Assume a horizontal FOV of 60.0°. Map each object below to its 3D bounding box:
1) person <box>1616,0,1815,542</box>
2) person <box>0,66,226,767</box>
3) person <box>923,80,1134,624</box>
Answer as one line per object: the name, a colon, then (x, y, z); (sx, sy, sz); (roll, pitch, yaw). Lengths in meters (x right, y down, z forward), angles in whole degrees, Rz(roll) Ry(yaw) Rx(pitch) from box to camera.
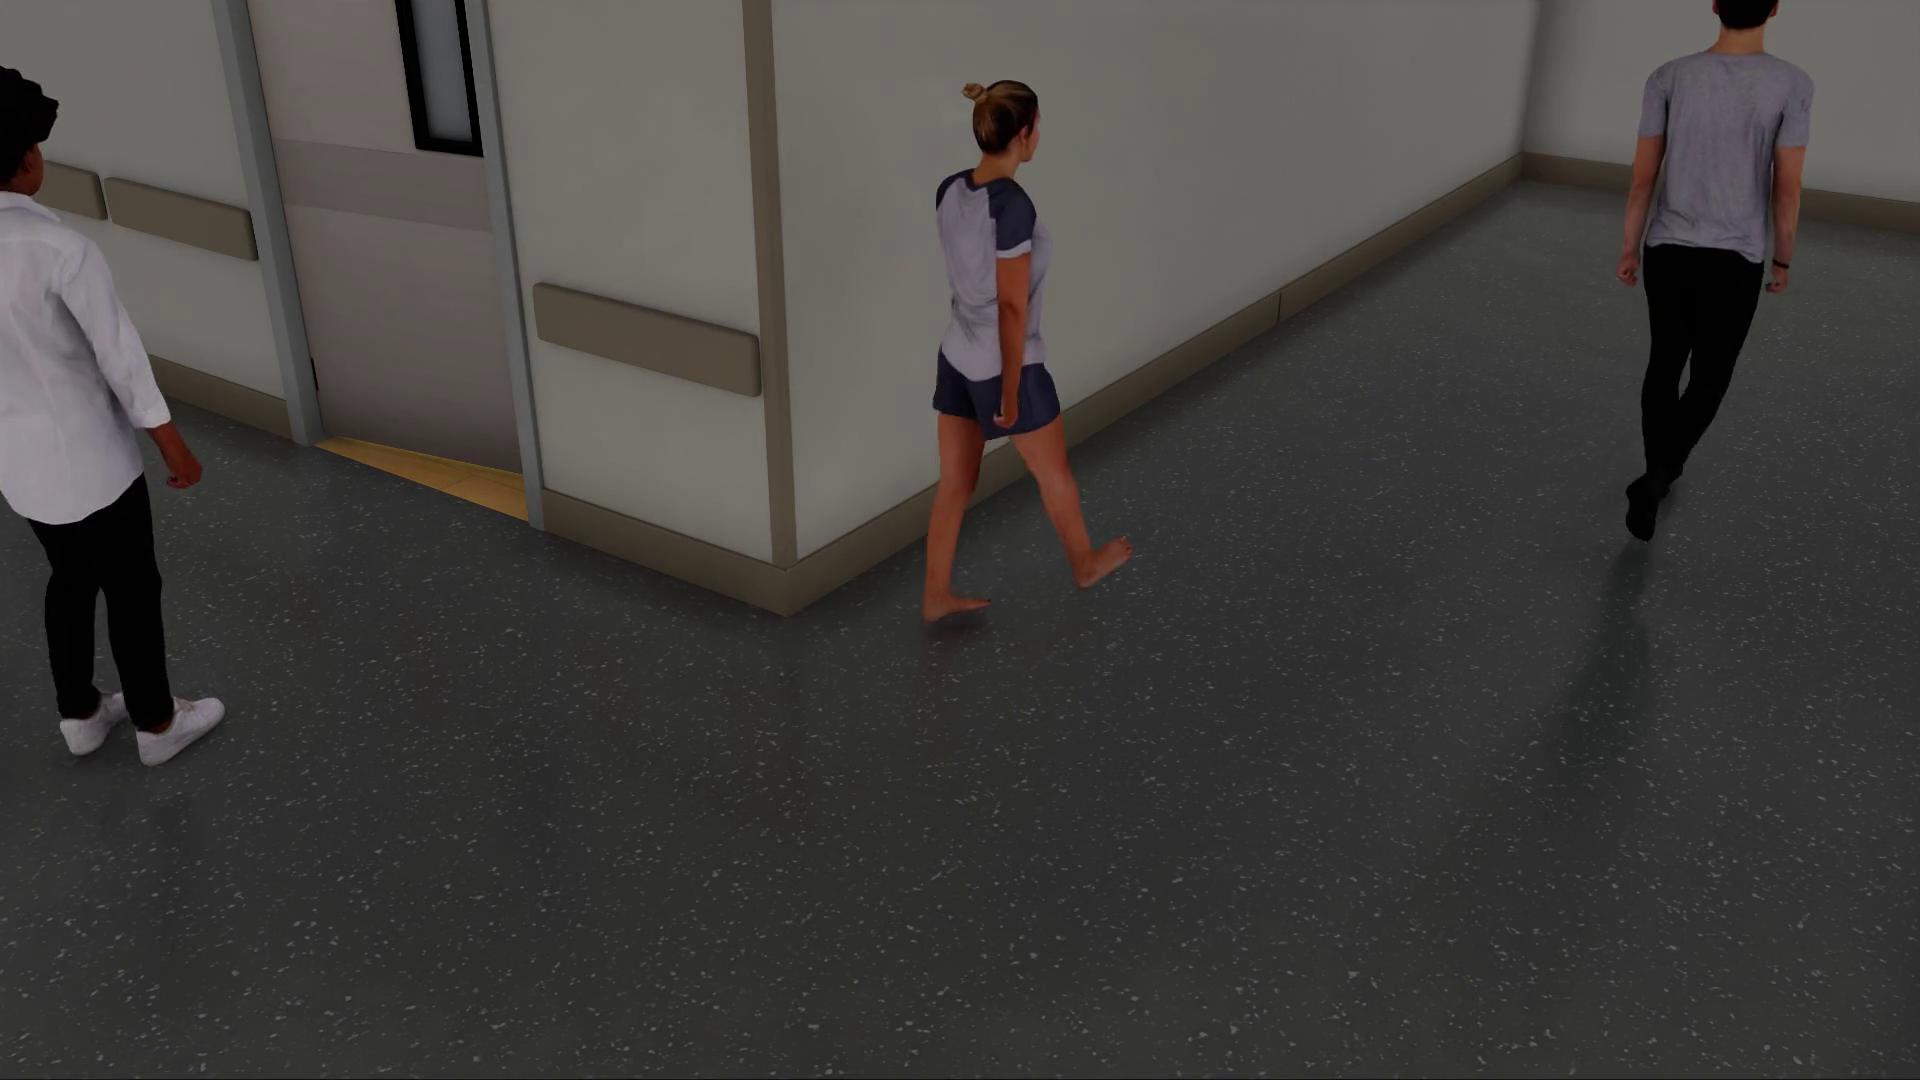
person: (2.397, -0.893, 5.398); (0.716, 1.842, 1.109); (18, 31, 33)
person: (-2.206, -0.222, 4.046); (0.723, 1.807, 0.726); (8, 27, 16)
person: (0.029, -0.473, 4.818); (1.011, 1.589, 0.763); (-17, 31, -32)
